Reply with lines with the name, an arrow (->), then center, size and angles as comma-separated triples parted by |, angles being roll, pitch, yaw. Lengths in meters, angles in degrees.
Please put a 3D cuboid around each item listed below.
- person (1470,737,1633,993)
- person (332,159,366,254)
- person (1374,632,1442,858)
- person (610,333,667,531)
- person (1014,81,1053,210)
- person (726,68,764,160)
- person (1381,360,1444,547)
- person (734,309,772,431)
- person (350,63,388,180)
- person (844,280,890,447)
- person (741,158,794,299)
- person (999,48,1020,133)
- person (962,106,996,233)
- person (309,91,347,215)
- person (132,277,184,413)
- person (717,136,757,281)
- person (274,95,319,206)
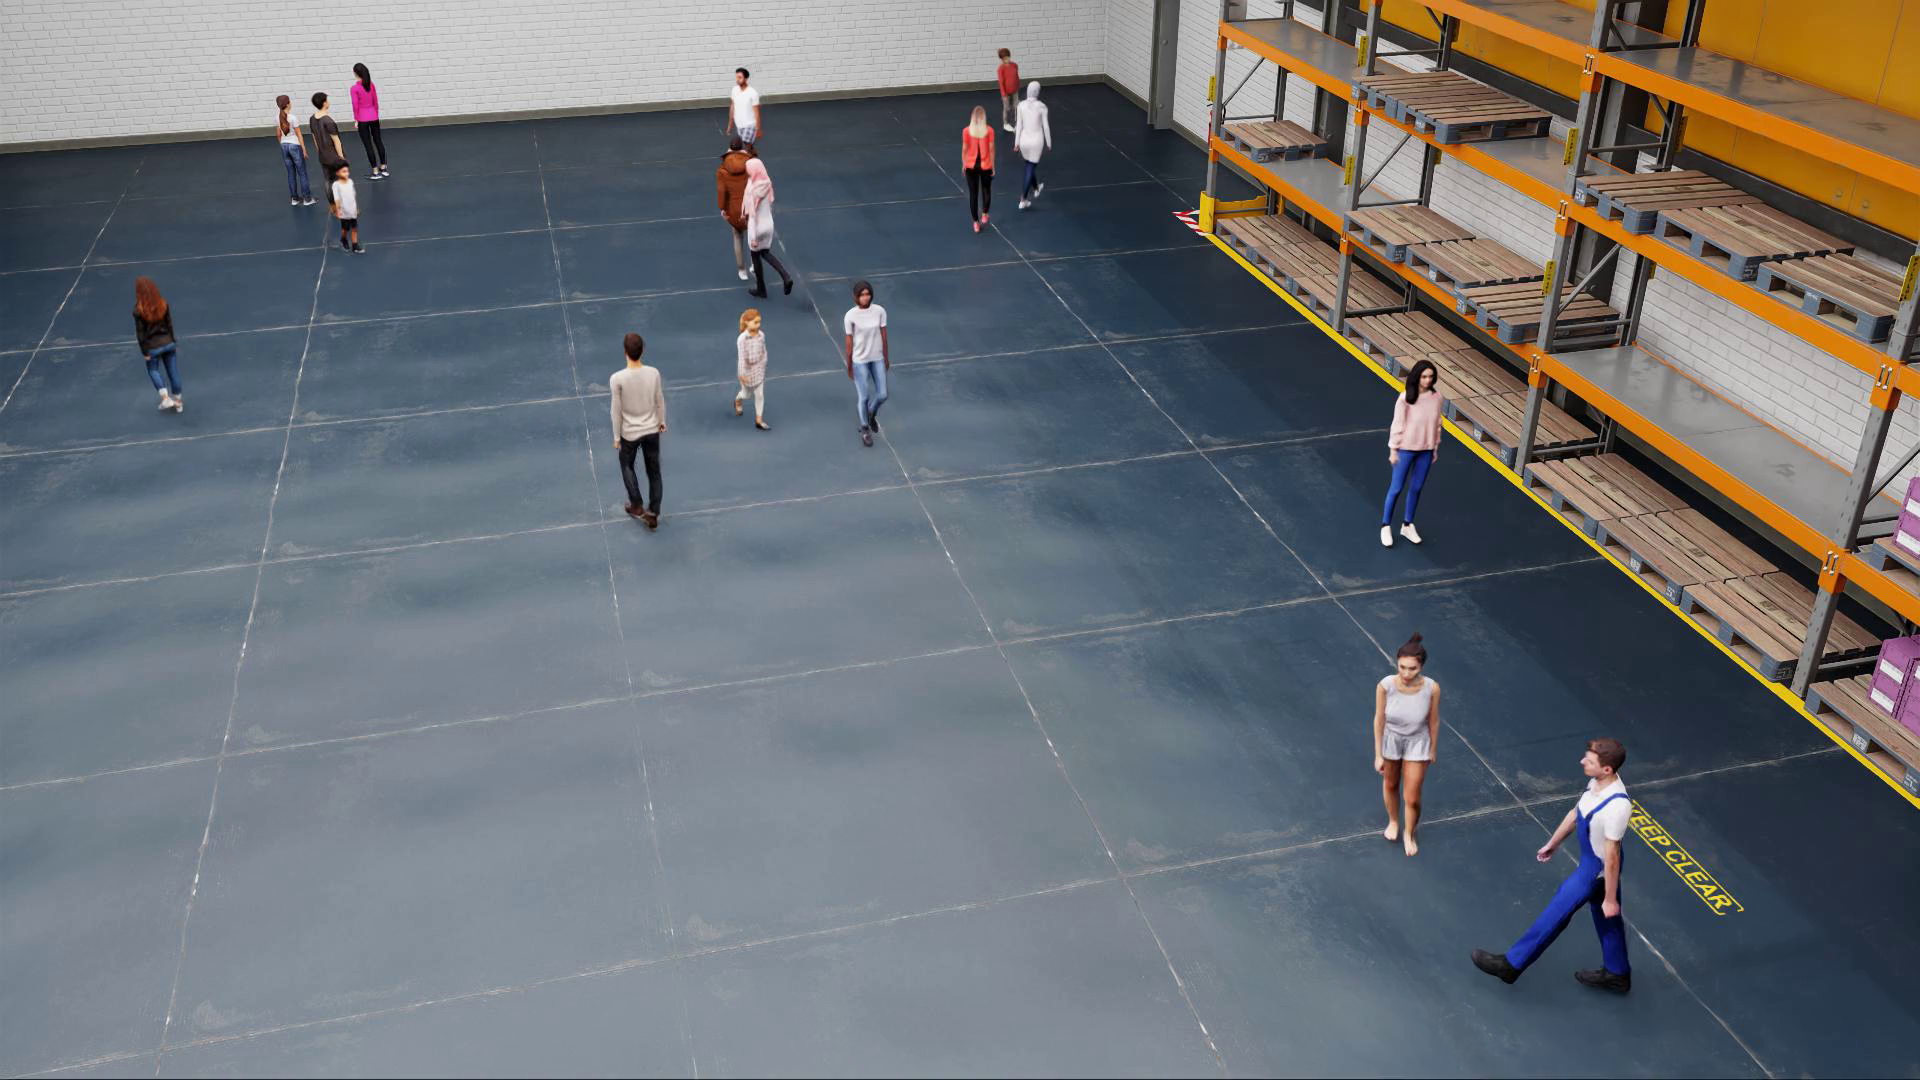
person -> 3.815, 1.956, 9.719 | 1.090, 1.799, 1.230 | 7, 29, 12
person -> -8.135, -4.409, 21.961 | 0.697, 1.250, 0.633 | 21, 35, 34
person -> 2.972, 1.304, 11.111 | 0.741, 1.611, 0.796 | 8, 30, 15
person -> -2.852, -0.927, 14.950 | 0.778, 1.850, 0.809 | -14, 32, -24
person -> 0.978, -5.549, 23.551 | 1.089, 1.729, 1.176 | 14, 31, 24
person -> -3.107, -6.148, 24.679 | 1.101, 1.700, 1.088 | 20, 35, 33
person -> 4.027, -0.789, 14.783 | 0.658, 1.768, 0.551 | -5, 29, -10
person -> -2.177, -1.774, 17.082 | 0.715, 1.297, 0.862 | -22, 36, -35
person -> -8.874, -6.294, 24.947 | 0.776, 1.700, 0.720 | 20, 34, 32
person -> -0.953, -1.805, 16.703 | 0.633, 1.713, 0.678 | -11, 30, -19
person -> -2.343, -3.733, 20.164 | 1.054, 1.782, 0.976 | 18, 34, 30
person -> 0.808, -7.366, 27.249 | 0.630, 1.377, 0.795 | -17, 33, -28
person -> 0.252, -5.031, 22.656 | 0.766, 1.675, 0.929 | 1, 29, 2
person -> -8.842, -5.428, 23.339 | 0.705, 1.719, 0.761 | 15, 32, 25
person -> -8.321, -2.019, 17.344 | 0.668, 1.474, 0.642 | 24, 37, 37
person -> -2.713, -4.111, 20.806 | 0.742, 1.832, 0.759 | -4, 29, -7
person -> -9.560, -5.597, 23.813 | 0.616, 1.562, 0.638 | 6, 29, 11
